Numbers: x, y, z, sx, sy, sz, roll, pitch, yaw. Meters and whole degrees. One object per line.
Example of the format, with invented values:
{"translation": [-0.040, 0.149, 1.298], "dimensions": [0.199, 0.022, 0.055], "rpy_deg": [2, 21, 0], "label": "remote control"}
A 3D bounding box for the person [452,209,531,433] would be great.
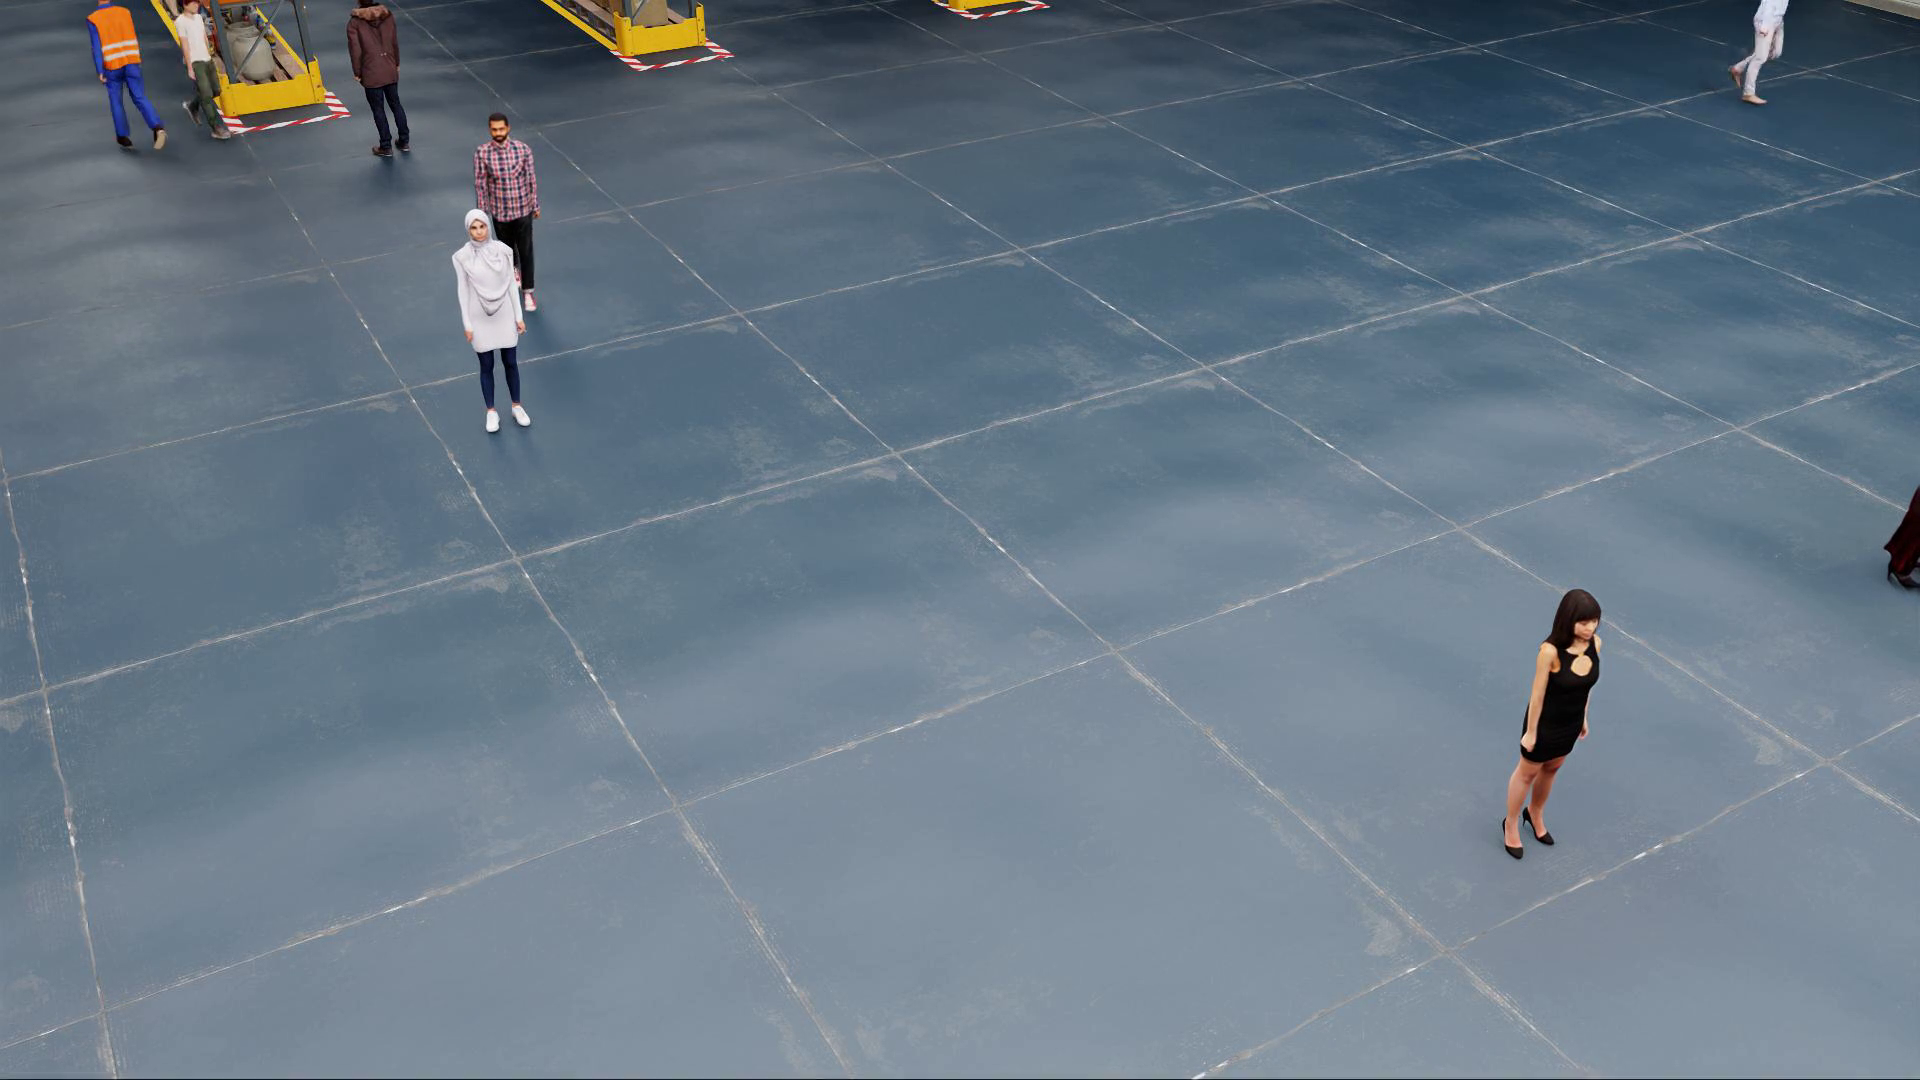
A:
{"translation": [-3.616, -1.703, 12.852], "dimensions": [0.631, 1.775, 0.555], "rpy_deg": [-13, 35, -20], "label": "person"}

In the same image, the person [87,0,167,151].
{"translation": [-9.171, -5.181, 18.321], "dimensions": [1.184, 1.821, 0.885], "rpy_deg": [24, 40, 33], "label": "person"}

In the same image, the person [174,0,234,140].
{"translation": [-8.660, -5.375, 18.799], "dimensions": [0.985, 1.639, 0.881], "rpy_deg": [12, 34, 18], "label": "person"}

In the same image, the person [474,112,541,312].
{"translation": [-4.029, -2.990, 14.919], "dimensions": [0.878, 1.745, 1.151], "rpy_deg": [-7, 33, -11], "label": "person"}

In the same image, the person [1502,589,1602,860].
{"translation": [3.117, 0.954, 8.757], "dimensions": [0.582, 1.650, 0.503], "rpy_deg": [-13, 35, -20], "label": "person"}

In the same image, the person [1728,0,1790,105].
{"translation": [9.579, -6.190, 19.868], "dimensions": [0.744, 1.877, 0.915], "rpy_deg": [-23, 39, -32], "label": "person"}

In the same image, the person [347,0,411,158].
{"translation": [-6.389, -5.165, 18.272], "dimensions": [0.820, 1.848, 0.851], "rpy_deg": [24, 39, 32], "label": "person"}
